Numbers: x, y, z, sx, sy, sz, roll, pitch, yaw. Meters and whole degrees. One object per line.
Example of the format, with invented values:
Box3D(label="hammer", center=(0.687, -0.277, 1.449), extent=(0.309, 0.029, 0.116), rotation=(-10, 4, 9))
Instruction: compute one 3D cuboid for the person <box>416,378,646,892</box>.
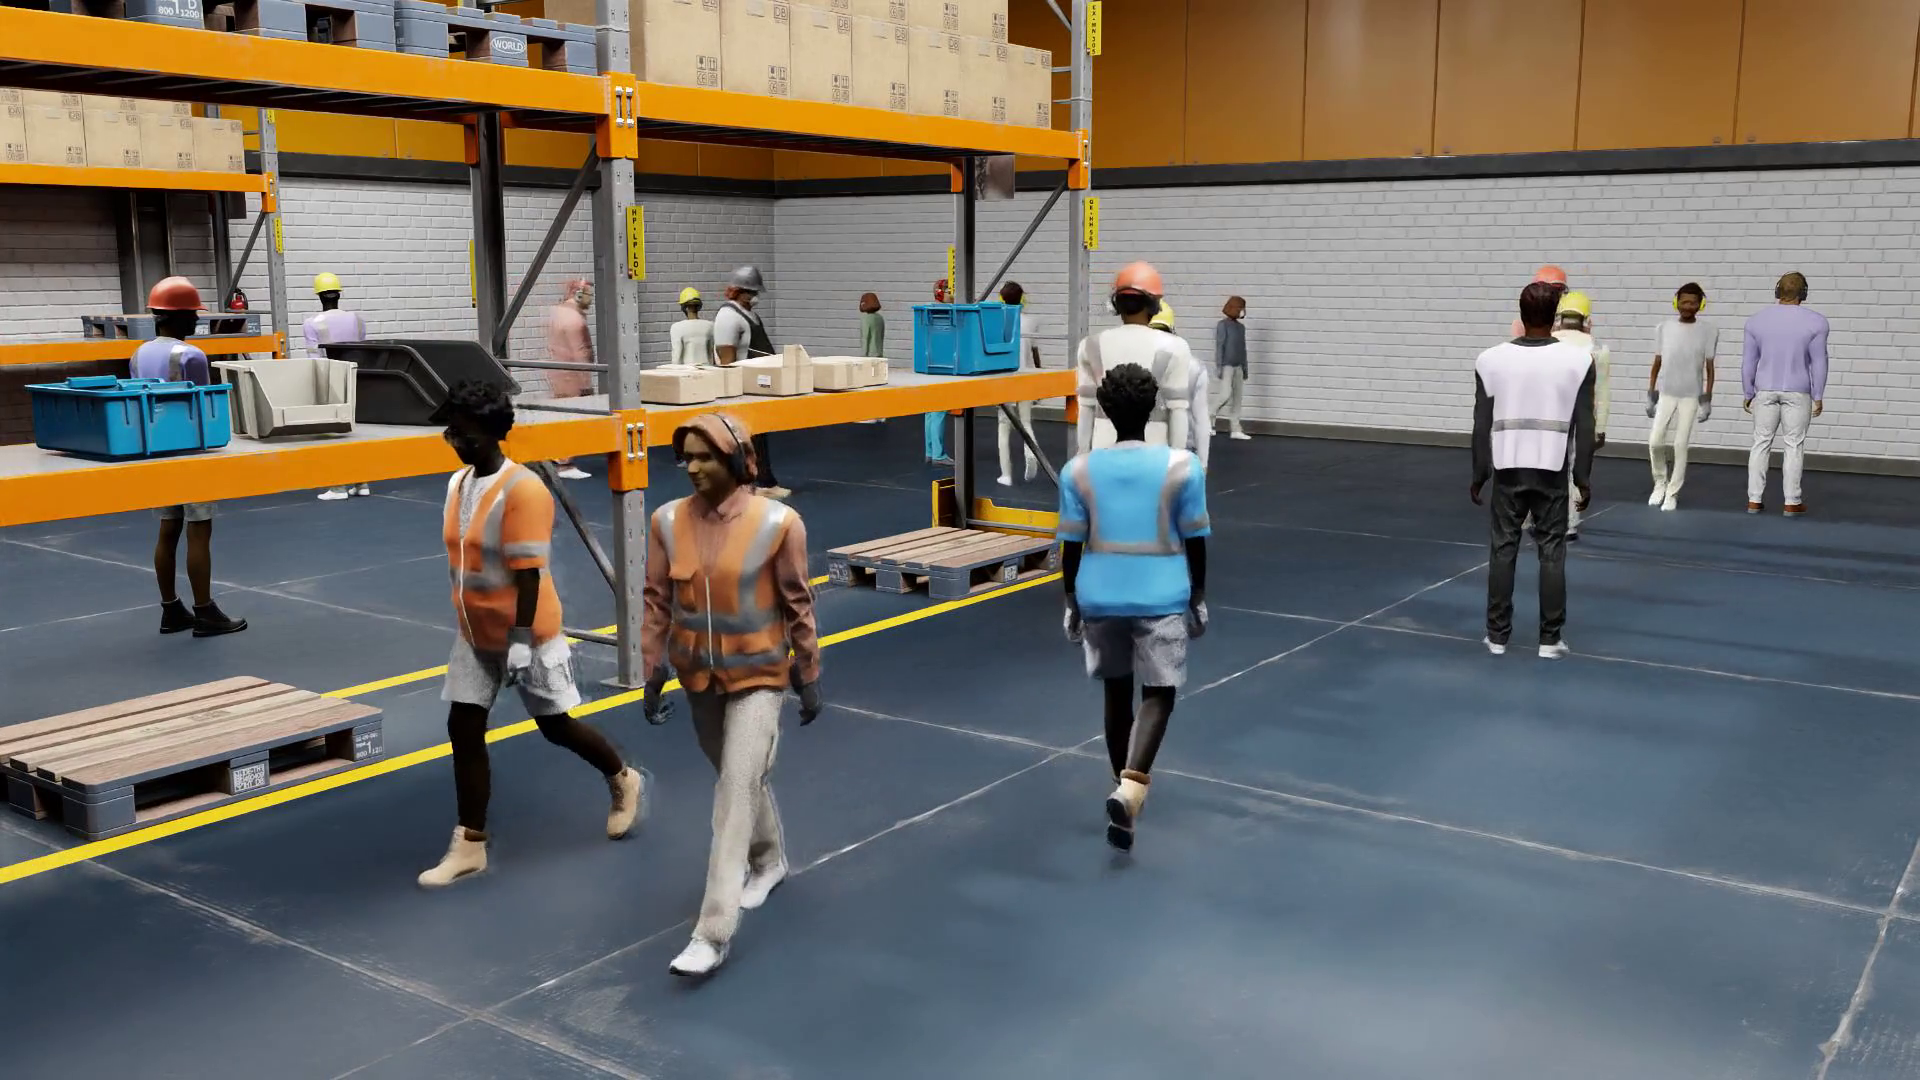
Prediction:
Box3D(label="person", center=(-1.430, 0.278, 5.521), extent=(0.534, 1.659, 0.815), rotation=(8, 12, 39))

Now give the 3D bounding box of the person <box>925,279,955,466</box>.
Box3D(label="person", center=(-0.213, -1.653, 16.477), extent=(0.396, 1.841, 0.565), rotation=(-2, 10, -11))

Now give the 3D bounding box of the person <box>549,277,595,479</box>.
Box3D(label="person", center=(-3.571, -1.485, 15.379), extent=(0.425, 1.876, 0.681), rotation=(-3, 10, -18))

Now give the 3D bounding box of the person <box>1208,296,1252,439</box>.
Box3D(label="person", center=(3.071, -1.949, 18.869), extent=(0.463, 1.622, 0.551), rotation=(9, 13, 43))

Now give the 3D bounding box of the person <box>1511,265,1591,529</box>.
Box3D(label="person", center=(4.422, -1.071, 12.560), extent=(0.622, 1.990, 0.402), rotation=(0, 10, -2))

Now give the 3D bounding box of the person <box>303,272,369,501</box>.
Box3D(label="person", center=(-5.276, -1.290, 14.071), extent=(0.383, 1.923, 0.589), rotation=(6, 11, 32))

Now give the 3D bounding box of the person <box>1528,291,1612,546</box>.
Box3D(label="person", center=(4.264, -0.847, 11.757), extent=(0.614, 1.811, 0.569), rotation=(6, 11, 30))

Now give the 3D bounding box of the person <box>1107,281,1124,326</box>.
Box3D(label="person", center=(1.275, -0.911, 11.831), extent=(0.749, 1.922, 0.637), rotation=(2, 10, 14))

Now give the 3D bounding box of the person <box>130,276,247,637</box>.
Box3D(label="person", center=(-4.178, -0.441, 8.975), extent=(0.545, 1.938, 0.362), rotation=(5, 11, 26))

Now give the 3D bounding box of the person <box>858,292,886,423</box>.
Box3D(label="person", center=(-1.105, -2.268, 20.754), extent=(0.263, 1.632, 0.506), rotation=(5, 11, 27))

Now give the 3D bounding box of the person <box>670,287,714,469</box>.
Box3D(label="person", center=(-2.602, -1.573, 16.229), extent=(0.533, 1.765, 0.329), rotation=(-8, 13, -41))

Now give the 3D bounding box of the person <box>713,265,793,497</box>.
Box3D(label="person", center=(-1.776, -1.361, 14.146), extent=(0.656, 2.000, 0.741), rotation=(1, 10, 5))

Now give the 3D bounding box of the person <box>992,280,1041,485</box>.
Box3D(label="person", center=(0.504, -1.385, 14.868), extent=(0.517, 1.854, 0.618), rotation=(-2, 10, -13))

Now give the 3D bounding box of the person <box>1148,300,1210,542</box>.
Box3D(label="person", center=(1.124, -0.477, 9.545), extent=(0.600, 1.812, 0.591), rotation=(2, 10, 10))

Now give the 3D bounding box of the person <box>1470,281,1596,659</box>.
Box3D(label="person", center=(2.917, -0.344, 8.514), extent=(0.617, 1.930, 0.420), rotation=(4, 10, 22))

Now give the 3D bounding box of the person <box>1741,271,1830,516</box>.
Box3D(label="person", center=(6.551, -1.158, 13.238), extent=(0.633, 1.939, 0.368), rotation=(8, 12, 38))

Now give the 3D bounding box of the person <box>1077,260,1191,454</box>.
Box3D(label="person", center=(0.888, -0.427, 8.644), extent=(0.606, 2.029, 0.500), rotation=(3, 10, 20))

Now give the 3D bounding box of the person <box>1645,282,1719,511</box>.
Box3D(label="person", center=(5.815, -1.150, 13.445), extent=(0.529, 1.851, 0.363), rotation=(6, 11, 34))

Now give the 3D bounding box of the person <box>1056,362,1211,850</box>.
Box3D(label="person", center=(0.585, 0.221, 5.790), extent=(0.535, 1.676, 0.696), rotation=(3, 10, 18))

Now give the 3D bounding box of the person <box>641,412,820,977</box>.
Box3D(label="person", center=(-0.694, 0.416, 4.907), extent=(0.522, 1.585, 0.893), rotation=(4, 10, 21))
